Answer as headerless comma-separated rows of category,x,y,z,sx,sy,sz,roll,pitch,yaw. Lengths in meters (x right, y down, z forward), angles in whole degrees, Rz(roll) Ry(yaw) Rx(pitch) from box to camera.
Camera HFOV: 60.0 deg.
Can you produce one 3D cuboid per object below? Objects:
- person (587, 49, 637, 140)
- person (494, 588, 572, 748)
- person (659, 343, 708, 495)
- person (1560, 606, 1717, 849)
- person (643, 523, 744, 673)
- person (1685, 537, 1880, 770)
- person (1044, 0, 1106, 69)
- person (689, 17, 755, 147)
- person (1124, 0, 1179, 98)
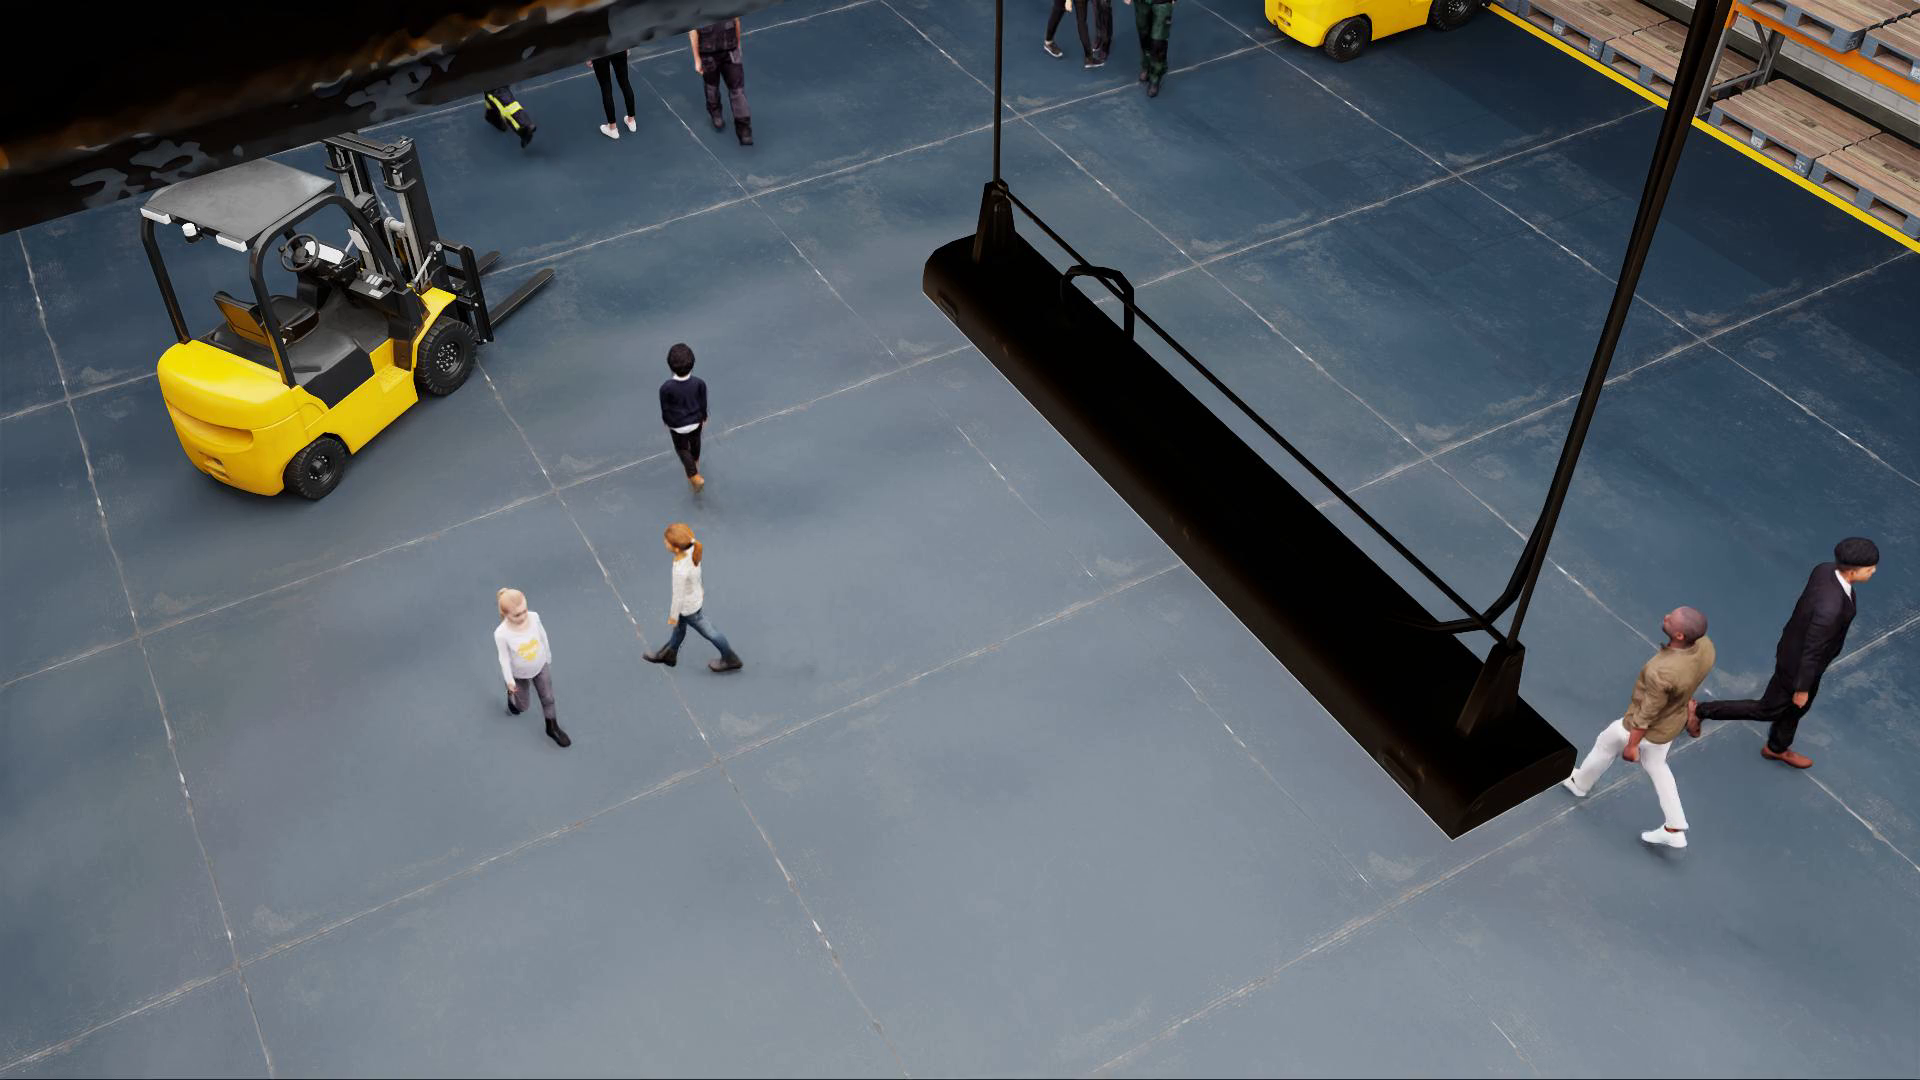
person,-3.337,-4.639,15.769,0.630,1.704,0.531,-27,50,-26
person,-2.741,0.769,10.409,0.569,1.266,0.783,-31,52,-28
person,-2.004,-0.885,12.184,0.513,1.214,0.780,-19,47,-19
person,4.090,1.105,9.672,0.819,1.796,1.189,-28,50,-26
person,-1.679,0.420,10.763,0.857,1.284,0.886,3,44,3
person,4.991,0.690,10.064,1.219,1.858,1.065,19,47,19
person,1.066,-5.601,16.854,0.708,1.599,1.116,-32,52,-29
person,-2.325,-4.663,15.722,0.812,1.804,1.212,-14,45,-15
person,1.936,-5.433,16.478,0.971,1.875,1.012,15,46,15
